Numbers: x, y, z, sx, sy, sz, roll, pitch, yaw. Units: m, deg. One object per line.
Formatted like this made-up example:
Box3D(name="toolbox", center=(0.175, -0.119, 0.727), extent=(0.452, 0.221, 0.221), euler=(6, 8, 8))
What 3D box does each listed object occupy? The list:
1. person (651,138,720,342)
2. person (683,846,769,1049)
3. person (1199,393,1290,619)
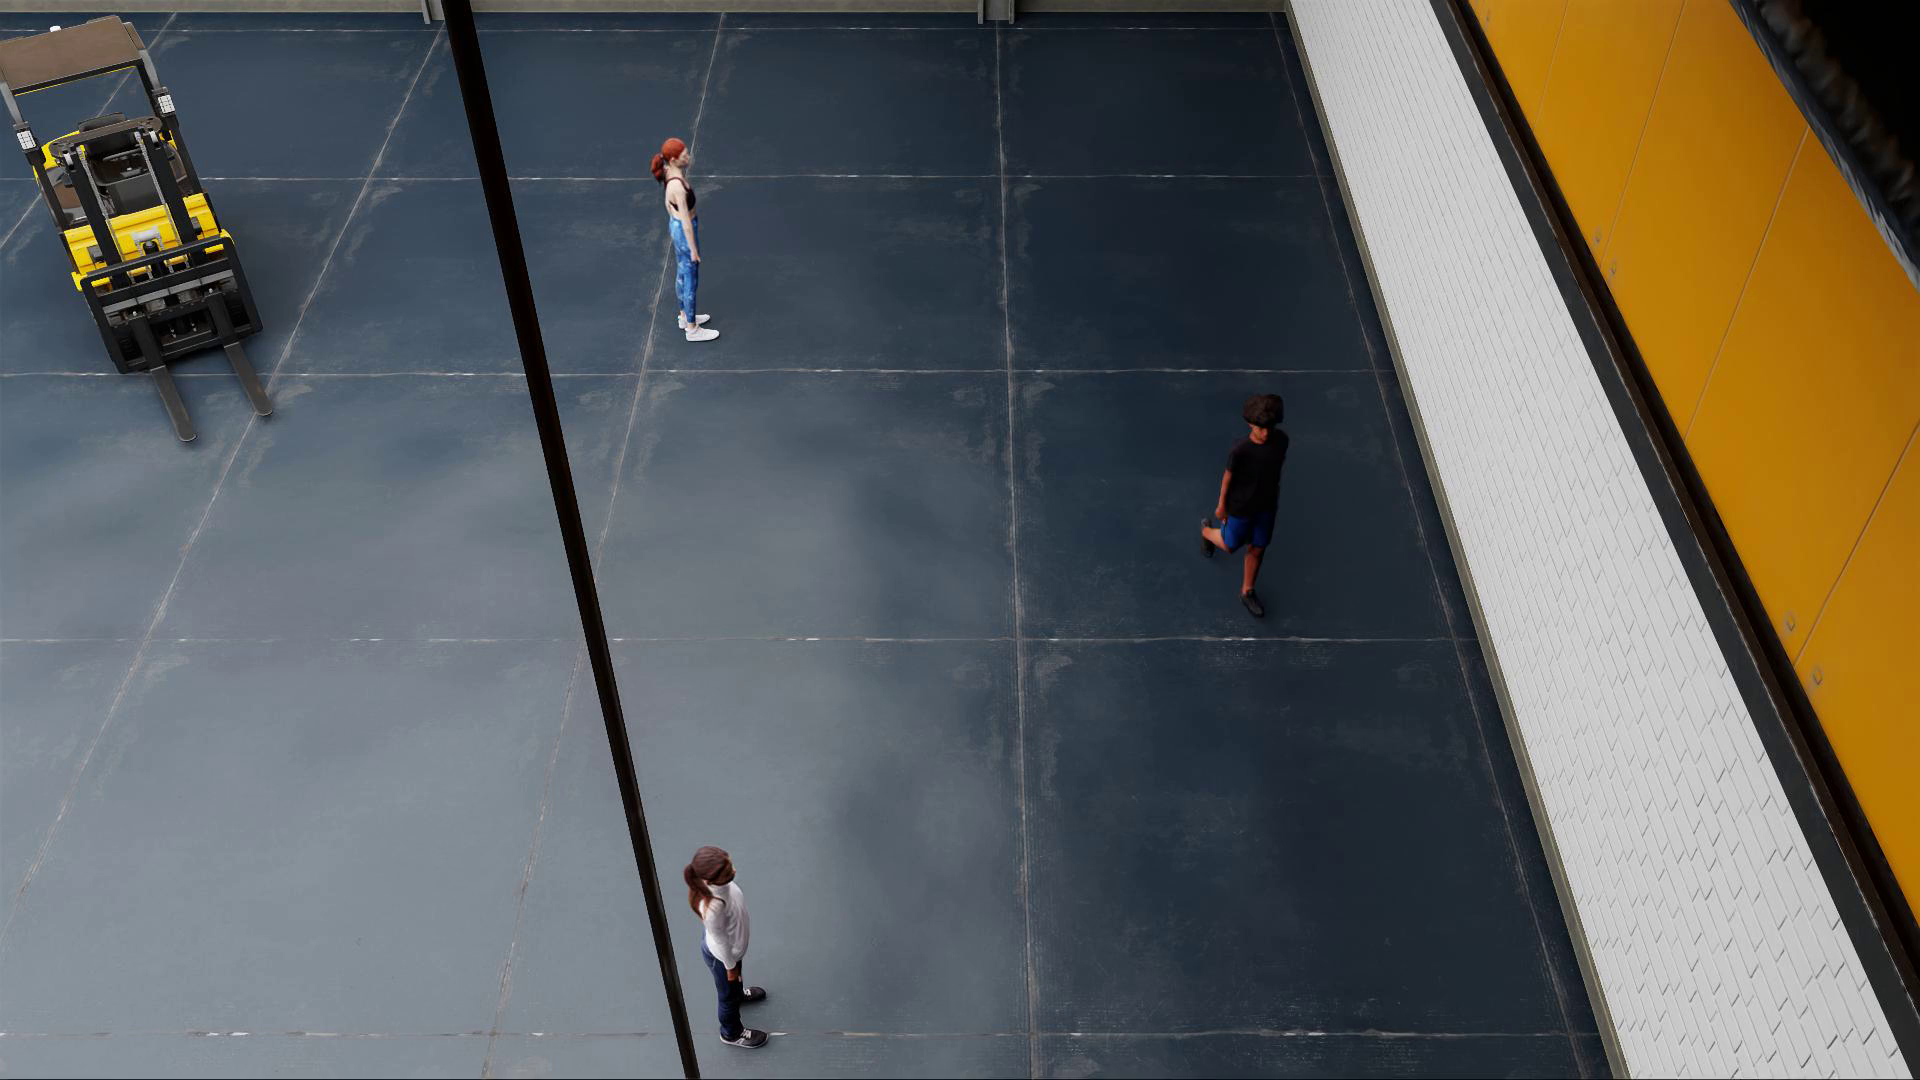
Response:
Box3D(name="person", center=(-2.214, -2.422, 13.400), extent=(0.667, 1.784, 0.654), euler=(-17, 46, -17))
Box3D(name="person", center=(-1.249, 2.121, 8.795), extent=(0.548, 1.559, 0.544), euler=(-4, 44, -4))
Box3D(name="person", center=(1.911, -0.314, 11.194), extent=(1.047, 1.775, 0.896), euler=(-14, 45, -15))
